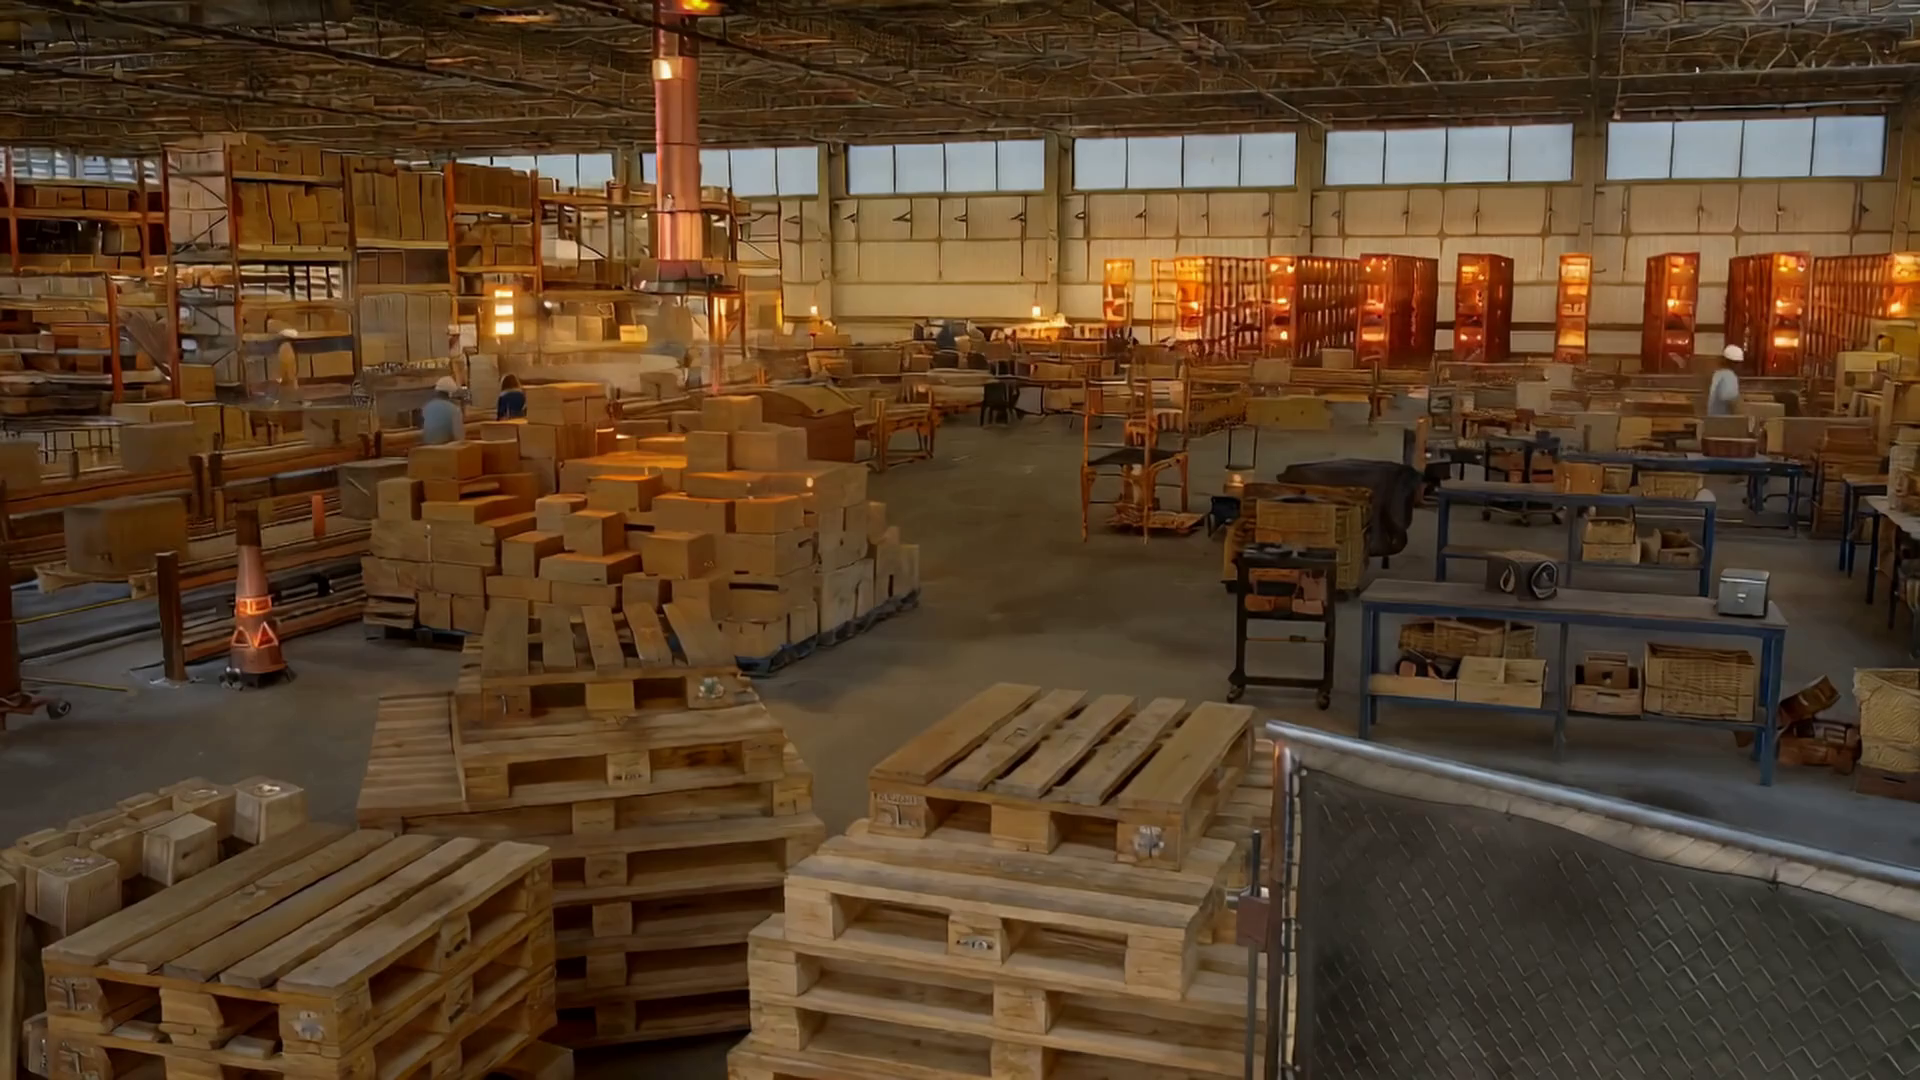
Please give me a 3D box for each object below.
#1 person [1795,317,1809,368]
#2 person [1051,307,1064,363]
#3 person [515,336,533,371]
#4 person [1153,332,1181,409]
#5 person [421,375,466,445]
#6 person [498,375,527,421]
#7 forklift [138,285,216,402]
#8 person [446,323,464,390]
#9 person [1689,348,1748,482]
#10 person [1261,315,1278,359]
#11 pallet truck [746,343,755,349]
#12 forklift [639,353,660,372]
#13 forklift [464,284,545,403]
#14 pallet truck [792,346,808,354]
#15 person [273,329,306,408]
[{"bbox_3d":[24.360,-5.561,48.246,0.372,1.843,0.570,3,10,20],"label":"person"},{"bbox_3d":[3.315,-6.961,56.713,0.389,1.949,0.604,7,11,36],"label":"person"},{"bbox_3d":[-9.995,-3.838,38.014,0.544,1.643,0.871,4,10,21],"label":"person"},{"bbox_3d":[4.669,-3.823,37.642,0.750,1.738,0.554,2,9,10],"label":"person"},{"bbox_3d":[-6.288,-1.106,20.353,0.614,1.818,0.411,4,10,25],"label":"person"},{"bbox_3d":[-6.294,-1.506,23.450,0.289,1.632,0.498,7,11,36],"label":"person"},{"bbox_3d":[-17.480,-4.200,36.461,1.873,2.768,1.129,3,10,19],"label":"forklift"},{"bbox_3d":[-13.442,-4.874,44.212,0.348,1.756,0.518,5,10,27],"label":"person"},{"bbox_3d":[11.193,-1.804,24.225,1.055,1.982,0.616,2,9,11],"label":"person"},{"bbox_3d":[10.019,-6.388,53.626,0.942,1.791,0.614,3,10,18],"label":"person"},{"bbox_3d":[-6.183,-4.618,44.264,1.601,1.201,0.680,-9,12,-43],"label":"pallet truck"},{"bbox_3d":[-8.245,-6.010,47.827,1.873,2.768,1.129,5,10,29],"label":"forklift"},{"bbox_3d":[-10.832,-4.702,39.610,1.129,2.768,1.873,3,10,20],"label":"forklift"},{"bbox_3d":[-3.705,-4.298,42.022,0.653,1.274,1.630,3,10,20],"label":"pallet truck"},{"bbox_3d":[-14.397,-3.606,35.845,1.009,1.877,0.557,-4,10,-23],"label":"person"}]
